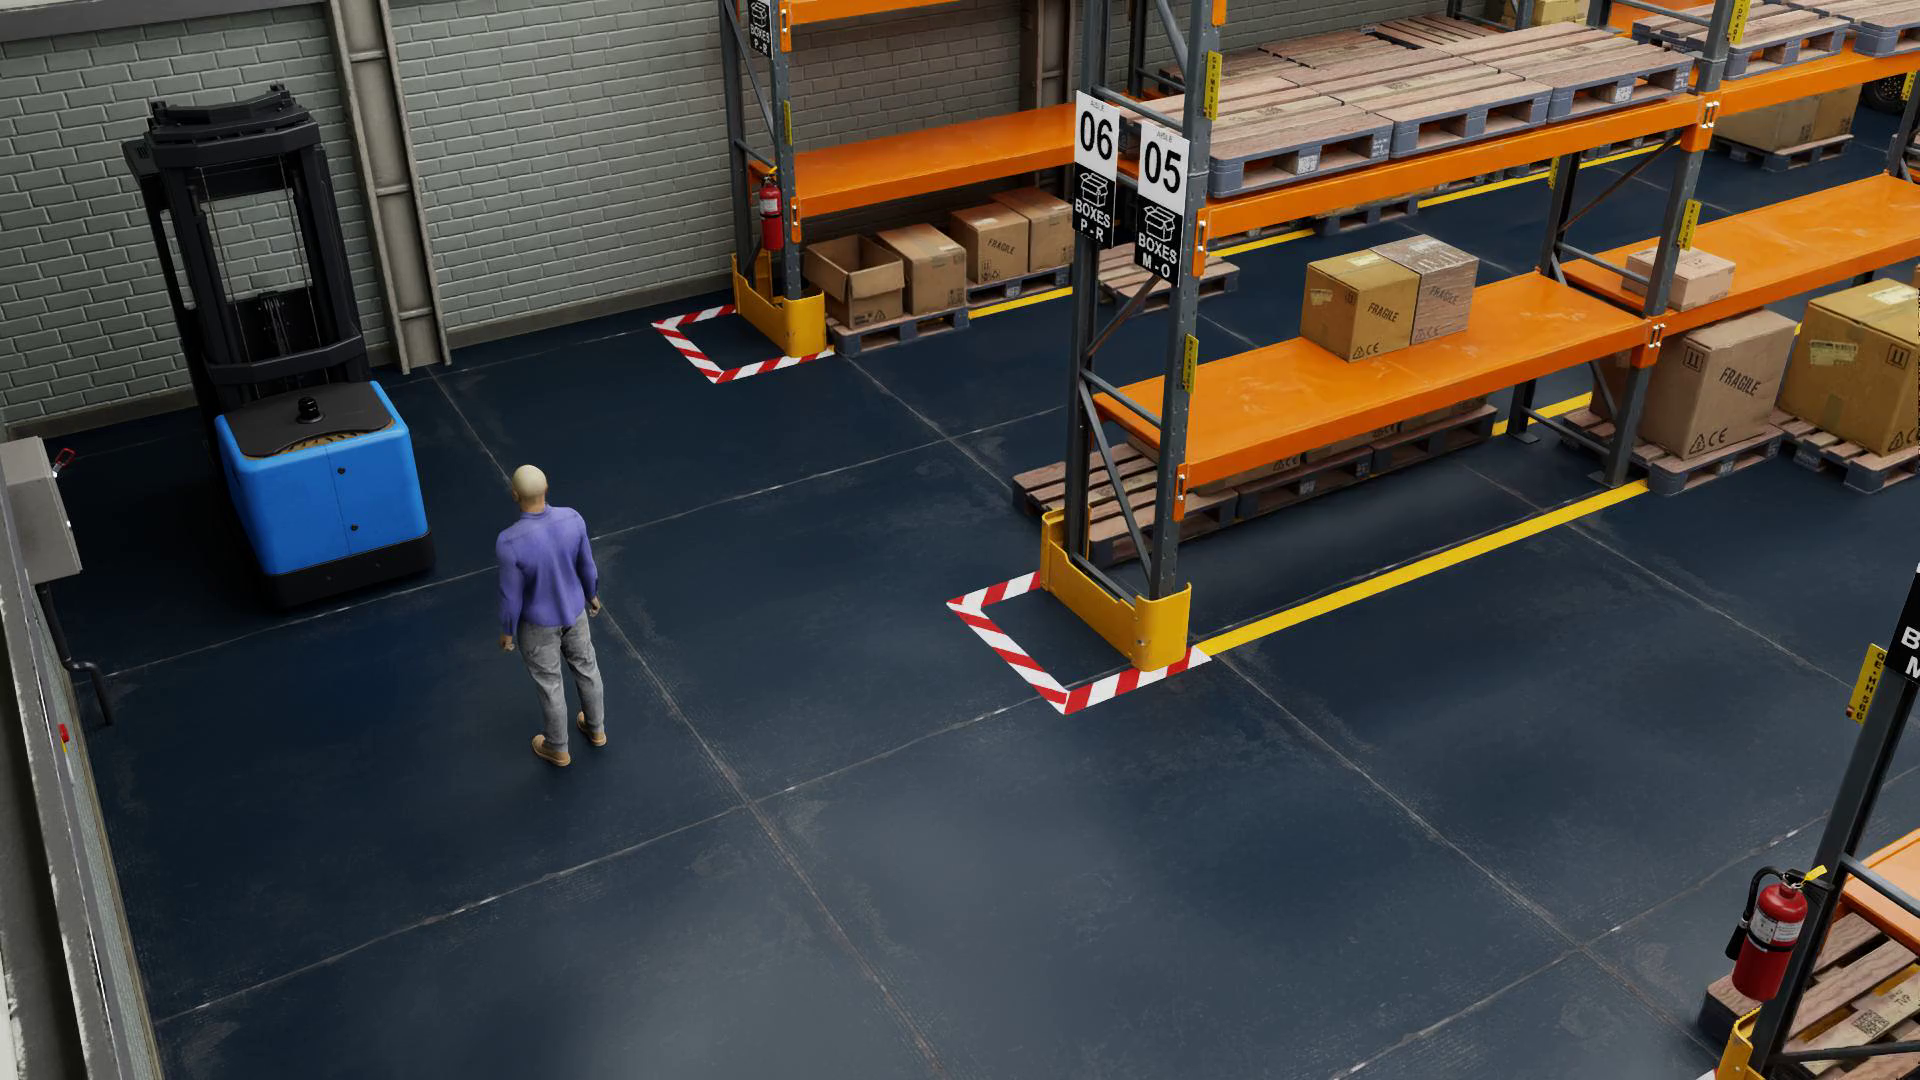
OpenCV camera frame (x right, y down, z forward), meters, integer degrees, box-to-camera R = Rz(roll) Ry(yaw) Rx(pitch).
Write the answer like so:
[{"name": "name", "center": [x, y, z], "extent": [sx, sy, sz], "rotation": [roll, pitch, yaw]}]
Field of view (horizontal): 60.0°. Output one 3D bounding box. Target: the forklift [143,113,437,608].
[{"name": "forklift", "center": [-4.289, -1.259, 10.509], "extent": [1.129, 2.768, 1.873], "rotation": [-17, 36, -26]}]

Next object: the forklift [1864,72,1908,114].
[{"name": "forklift", "center": [11.468, -5.645, 18.244], "extent": [1.214, 2.155, 2.313], "rotation": [-17, 36, -26]}]

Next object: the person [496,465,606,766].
[{"name": "person", "center": [-2.156, 0.408, 8.828], "extent": [0.585, 1.799, 0.395], "rotation": [-26, 40, -35]}]
